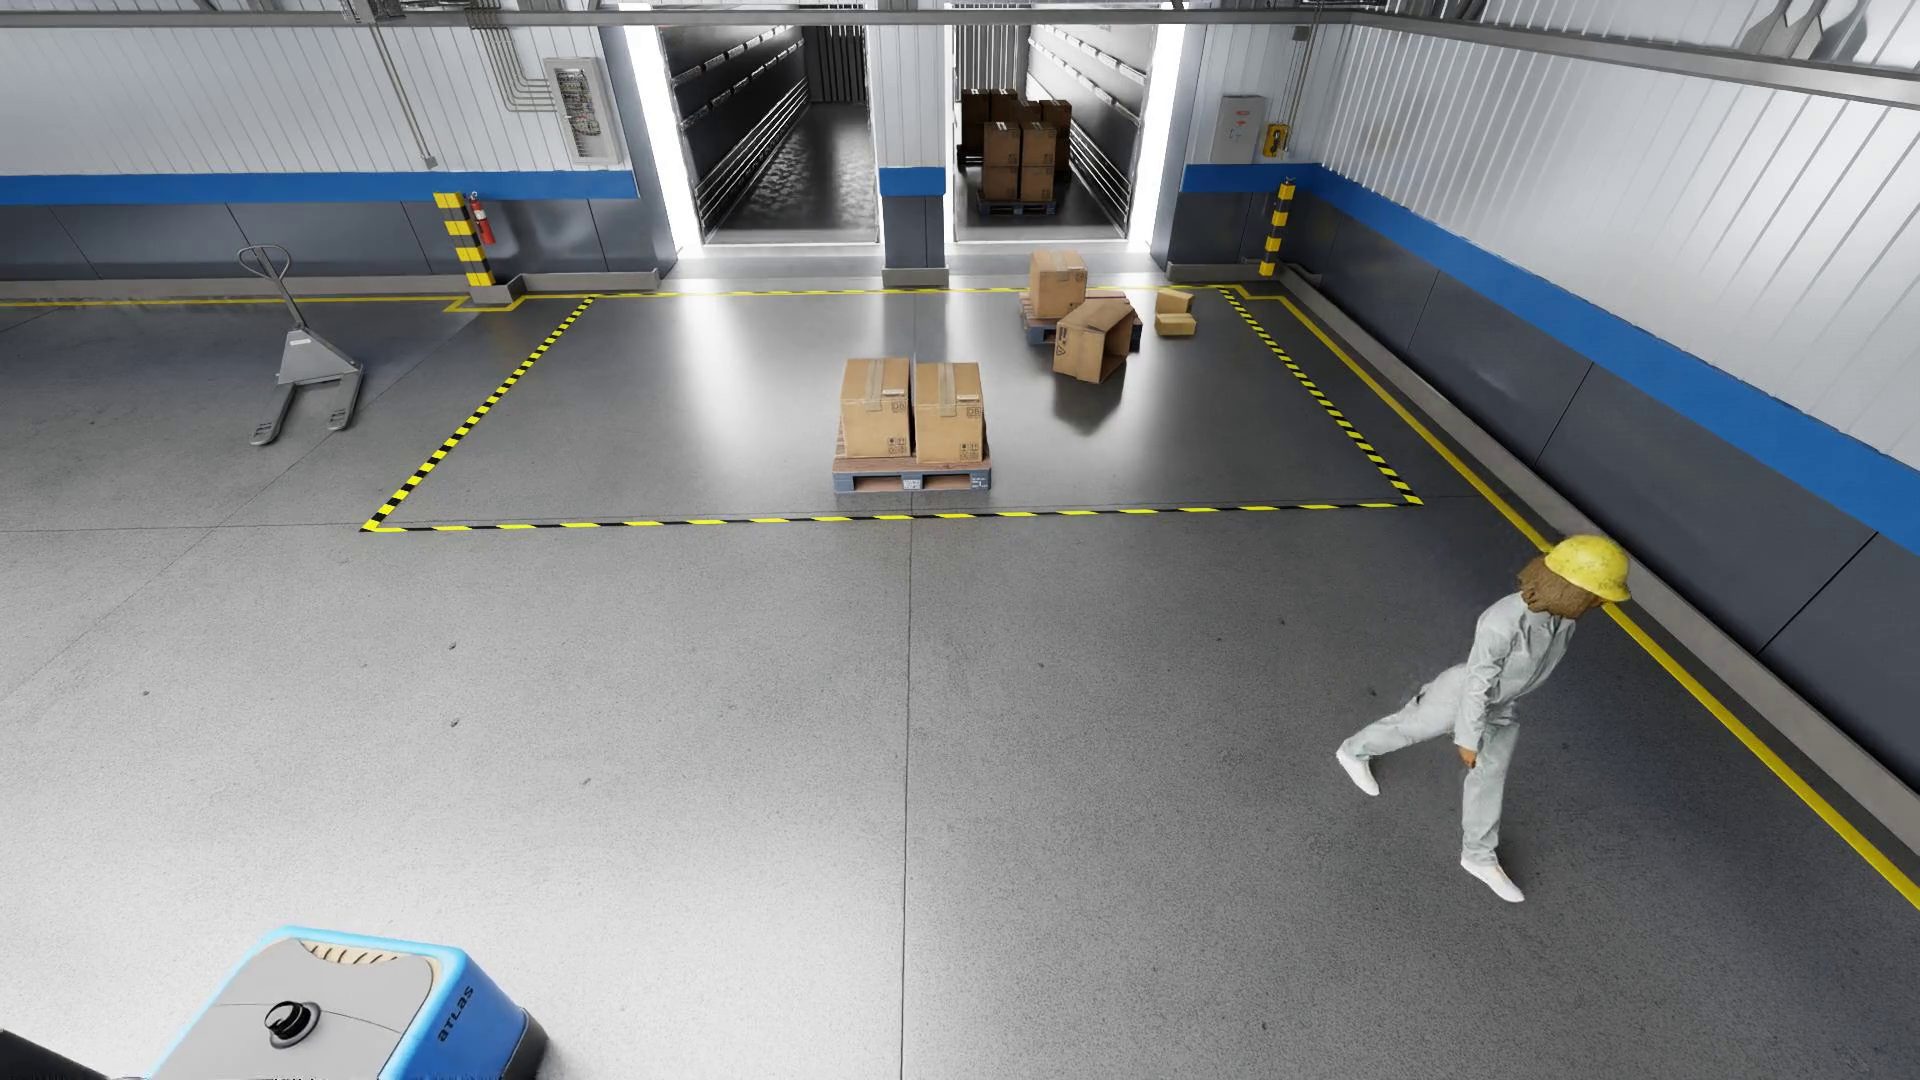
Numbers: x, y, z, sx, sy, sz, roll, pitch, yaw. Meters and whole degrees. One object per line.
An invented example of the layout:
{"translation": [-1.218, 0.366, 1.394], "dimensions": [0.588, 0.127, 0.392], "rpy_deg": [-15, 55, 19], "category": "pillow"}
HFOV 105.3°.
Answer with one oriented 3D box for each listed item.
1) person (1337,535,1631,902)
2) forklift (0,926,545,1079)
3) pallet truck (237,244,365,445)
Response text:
{"translation": [2.141, 0.694, 2.938], "dimensions": [0.487, 1.697, 0.893], "rpy_deg": [-11, 40, -14], "category": "person"}
{"translation": [-1.948, 1.338, 1.851], "dimensions": [0.716, 2.013, 0.776], "rpy_deg": [4, 39, 5], "category": "forklift"}
{"translation": [-5.915, -1.733, 6.366], "dimensions": [0.680, 1.201, 1.601], "rpy_deg": [-18, 42, -21], "category": "pallet truck"}
